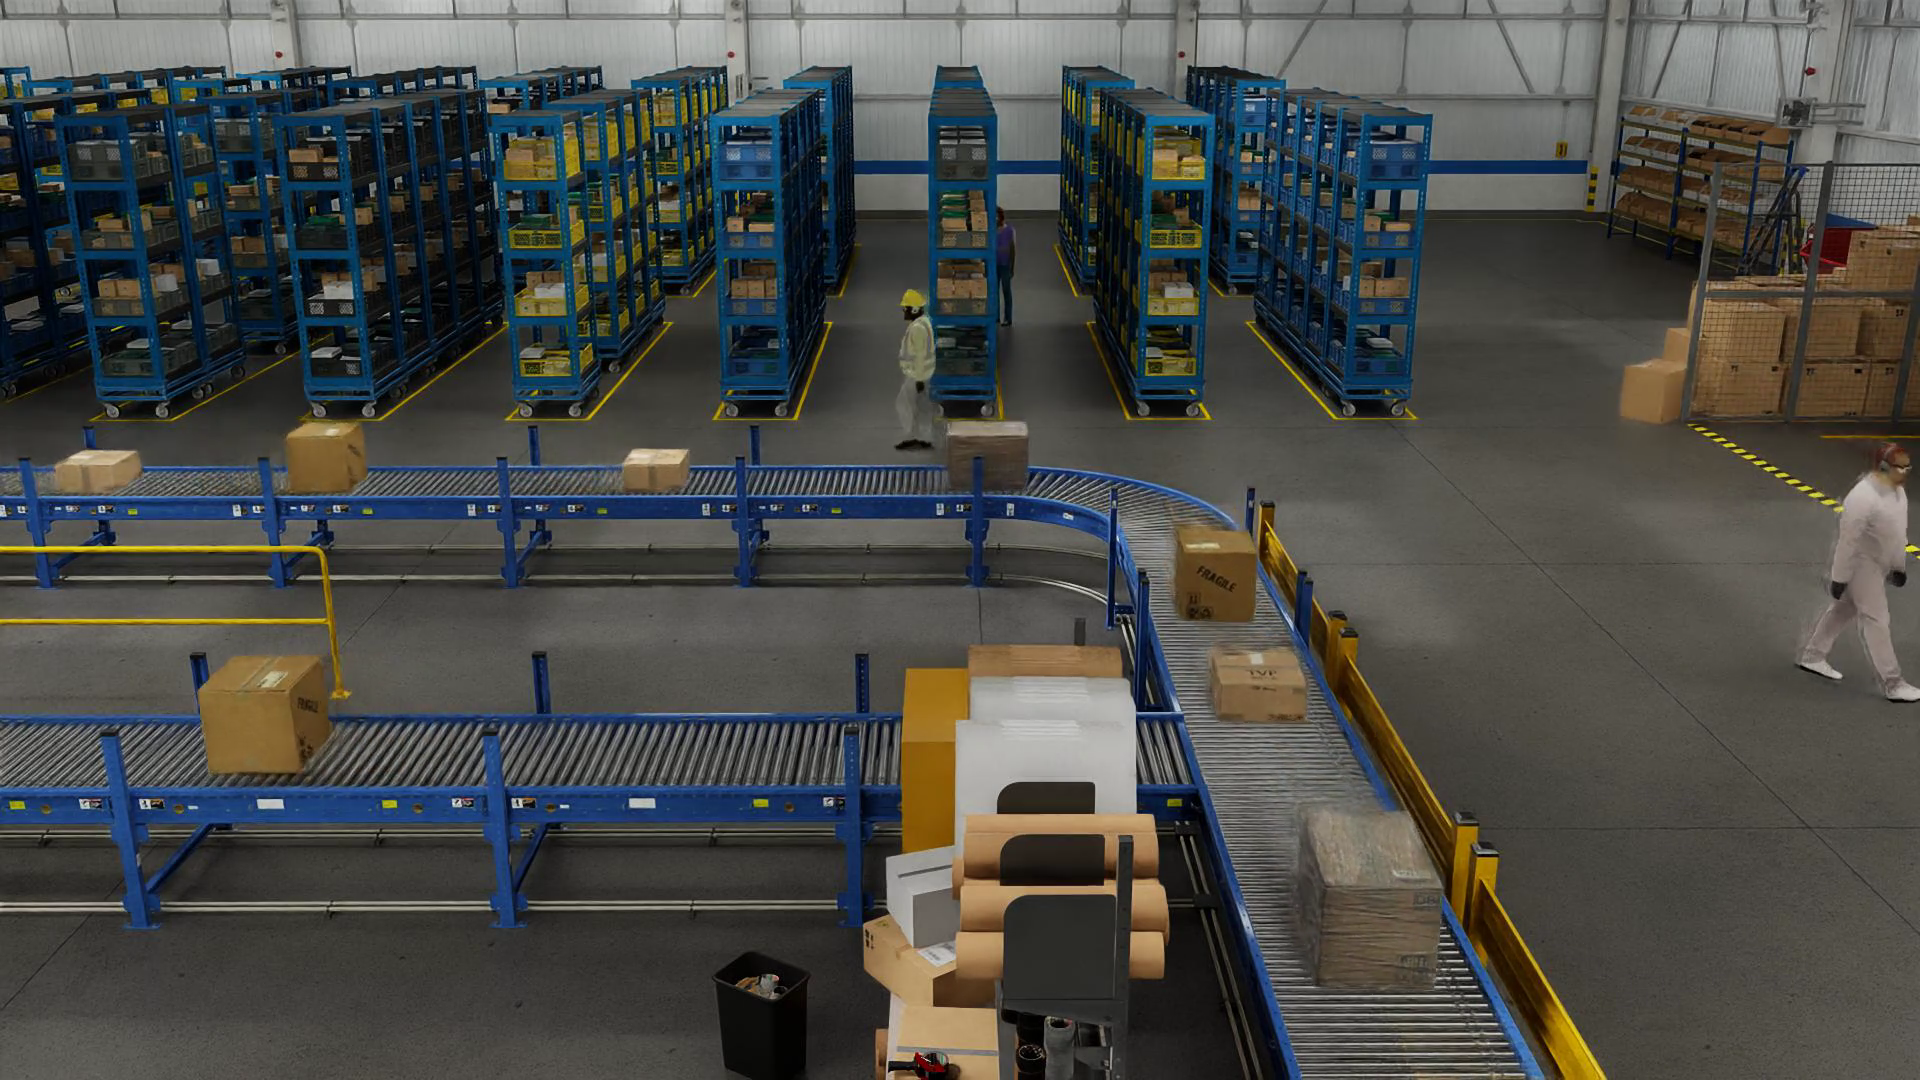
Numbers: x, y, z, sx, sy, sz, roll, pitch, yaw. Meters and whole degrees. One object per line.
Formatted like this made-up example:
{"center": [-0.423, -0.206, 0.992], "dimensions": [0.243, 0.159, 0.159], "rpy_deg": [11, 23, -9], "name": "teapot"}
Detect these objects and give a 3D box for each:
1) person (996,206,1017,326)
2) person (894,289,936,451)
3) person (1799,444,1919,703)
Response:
{"center": [0.622, -4.247, 25.760], "dimensions": [0.577, 1.831, 0.396], "rpy_deg": [11, 21, 31], "name": "person"}
{"center": [-0.557, -1.875, 18.470], "dimensions": [0.568, 1.814, 0.626], "rpy_deg": [1, 18, 4], "name": "person"}
{"center": [6.623, 0.216, 11.967], "dimensions": [0.669, 1.850, 0.980], "rpy_deg": [-15, 23, -38], "name": "person"}
